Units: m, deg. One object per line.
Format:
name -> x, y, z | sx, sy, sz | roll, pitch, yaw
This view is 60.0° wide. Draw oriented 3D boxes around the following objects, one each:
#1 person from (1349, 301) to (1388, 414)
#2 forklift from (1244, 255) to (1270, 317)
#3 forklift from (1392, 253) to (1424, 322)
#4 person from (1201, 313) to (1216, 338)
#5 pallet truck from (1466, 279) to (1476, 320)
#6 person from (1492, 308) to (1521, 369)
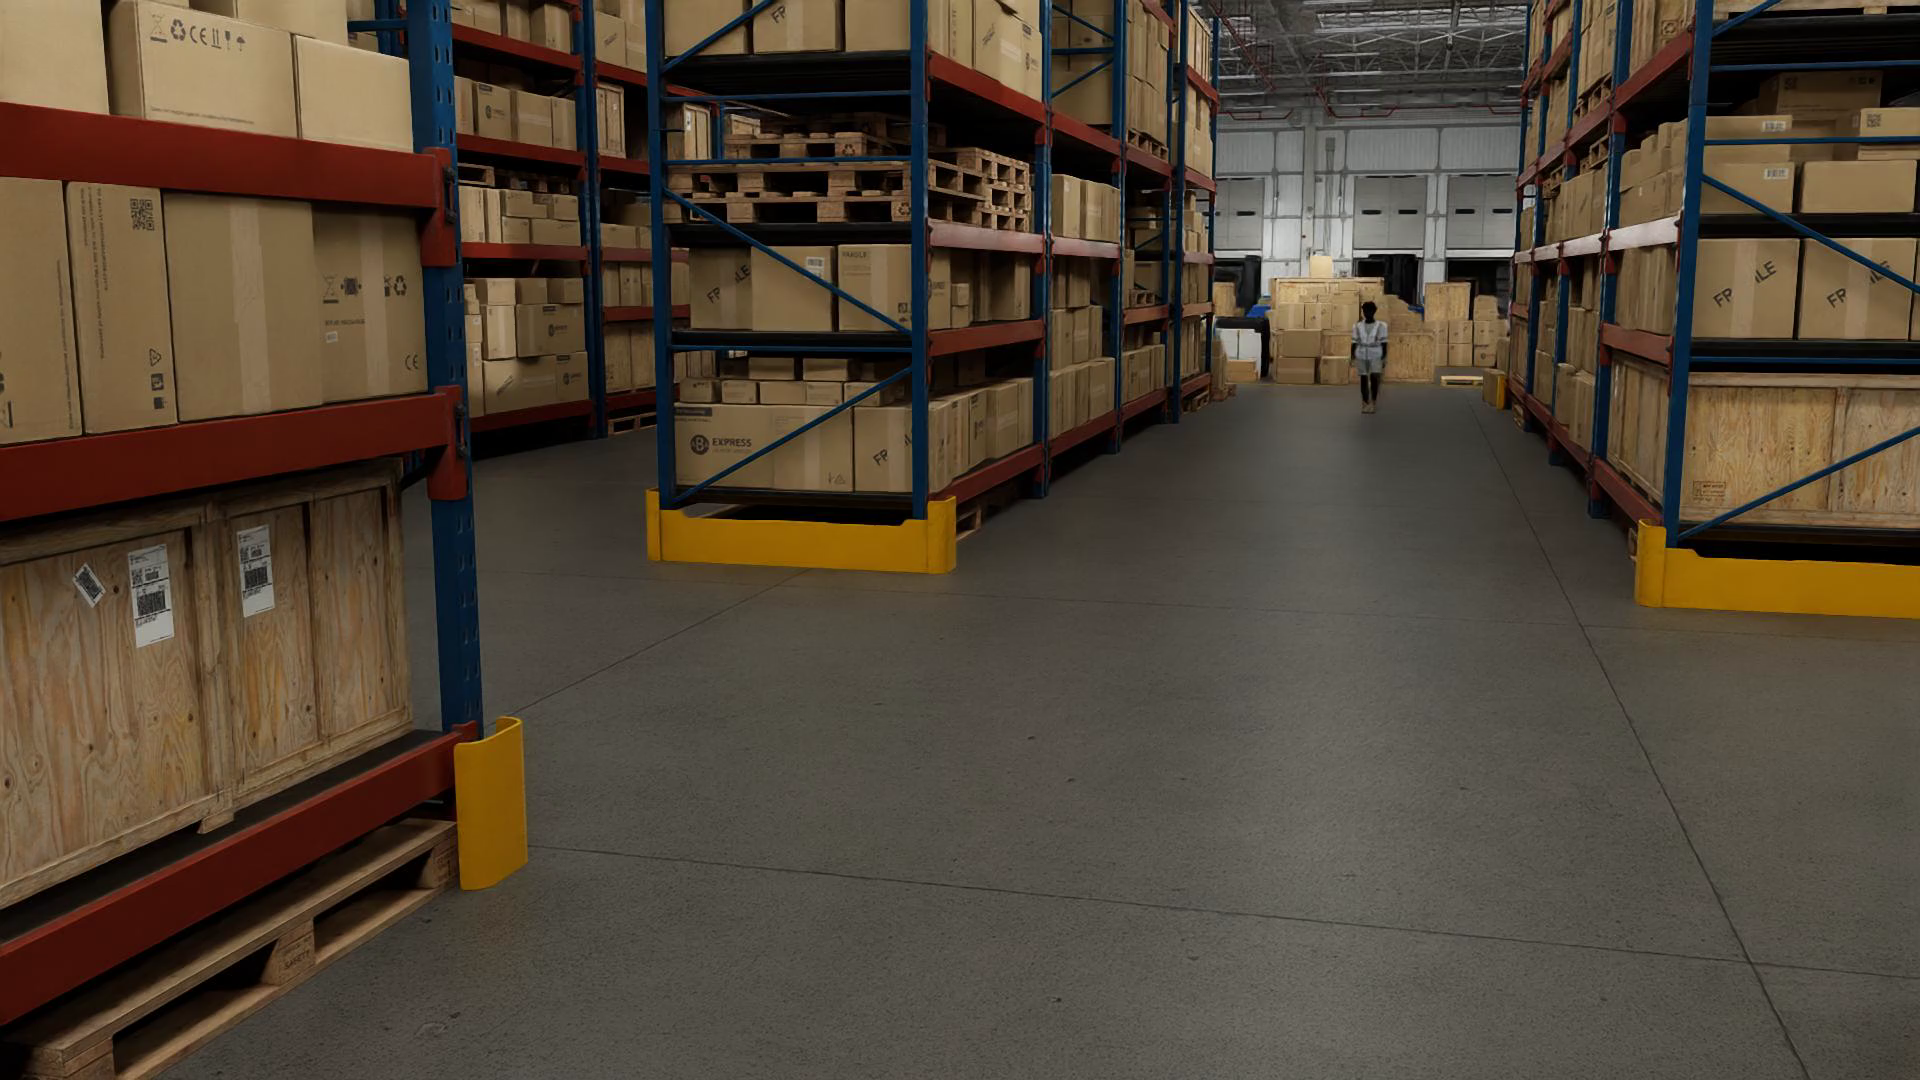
person -> 6.046, -2.697, 24.683 | 0.553, 1.672, 0.563 | 5, 10, 27
forklift -> 10.125, -8.475, 57.614 | 1.873, 2.768, 1.129 | 4, 10, 21
forklift -> 14.534, -7.989, 54.531 | 1.129, 2.768, 1.873 | -9, 12, -43
person -> 4.446, -3.534, 30.258 | 0.523, 1.606, 0.808 | -5, 10, -27
pallet truck -> 18.896, -8.459, 60.307 | 1.885, 1.965, 0.823 | 5, 10, 31
person -> 12.010, -4.556, 35.894 | 1.029, 1.890, 0.561 | 0, 9, 2
